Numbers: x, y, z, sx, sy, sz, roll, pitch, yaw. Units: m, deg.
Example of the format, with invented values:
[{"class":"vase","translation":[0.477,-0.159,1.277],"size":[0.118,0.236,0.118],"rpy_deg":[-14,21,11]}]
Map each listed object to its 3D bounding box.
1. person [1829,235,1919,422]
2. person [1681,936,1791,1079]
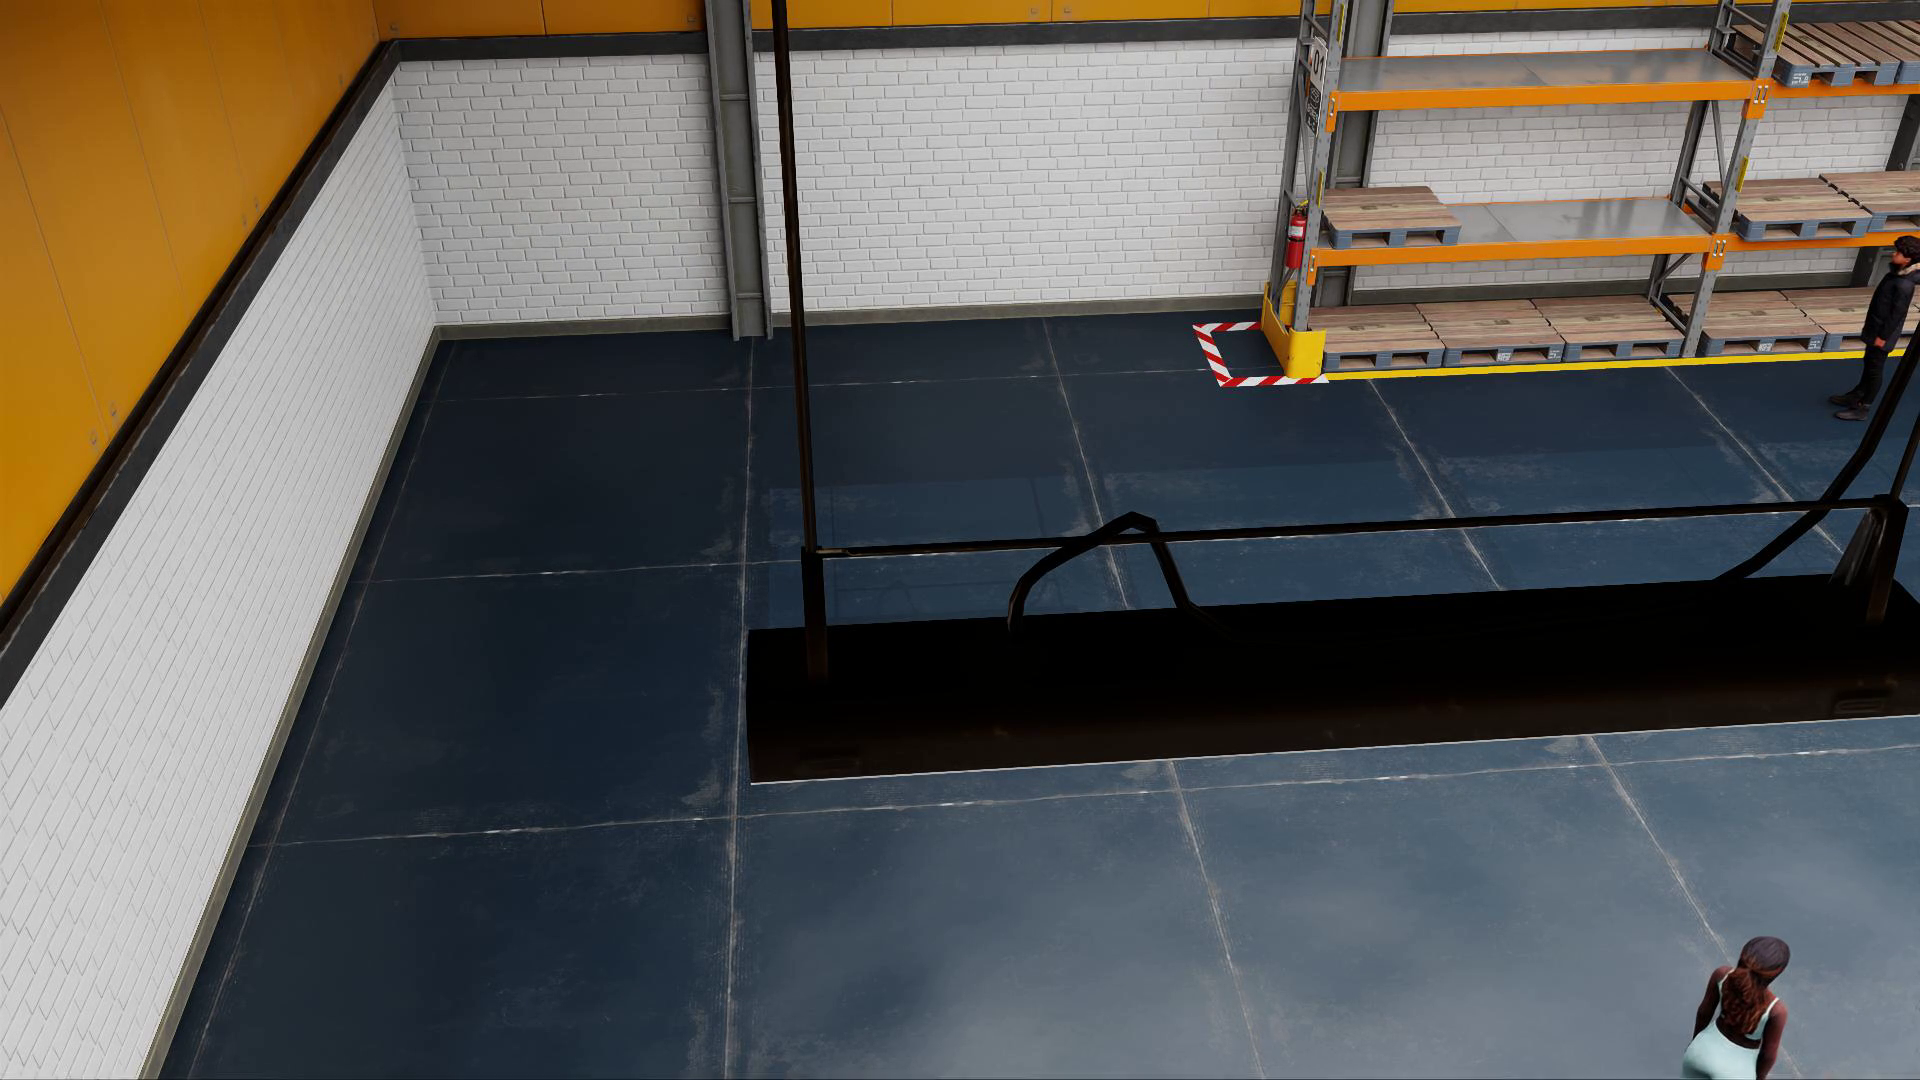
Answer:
[{"class":"person","translation":[8.414,-1.935,15.138],"size":[0.727,1.780,0.717],"rpy_deg":[10,35,15]},{"class":"person","translation":[3.821,2.626,8.327],"size":[0.669,1.724,0.647],"rpy_deg":[-21,39,-29]}]
